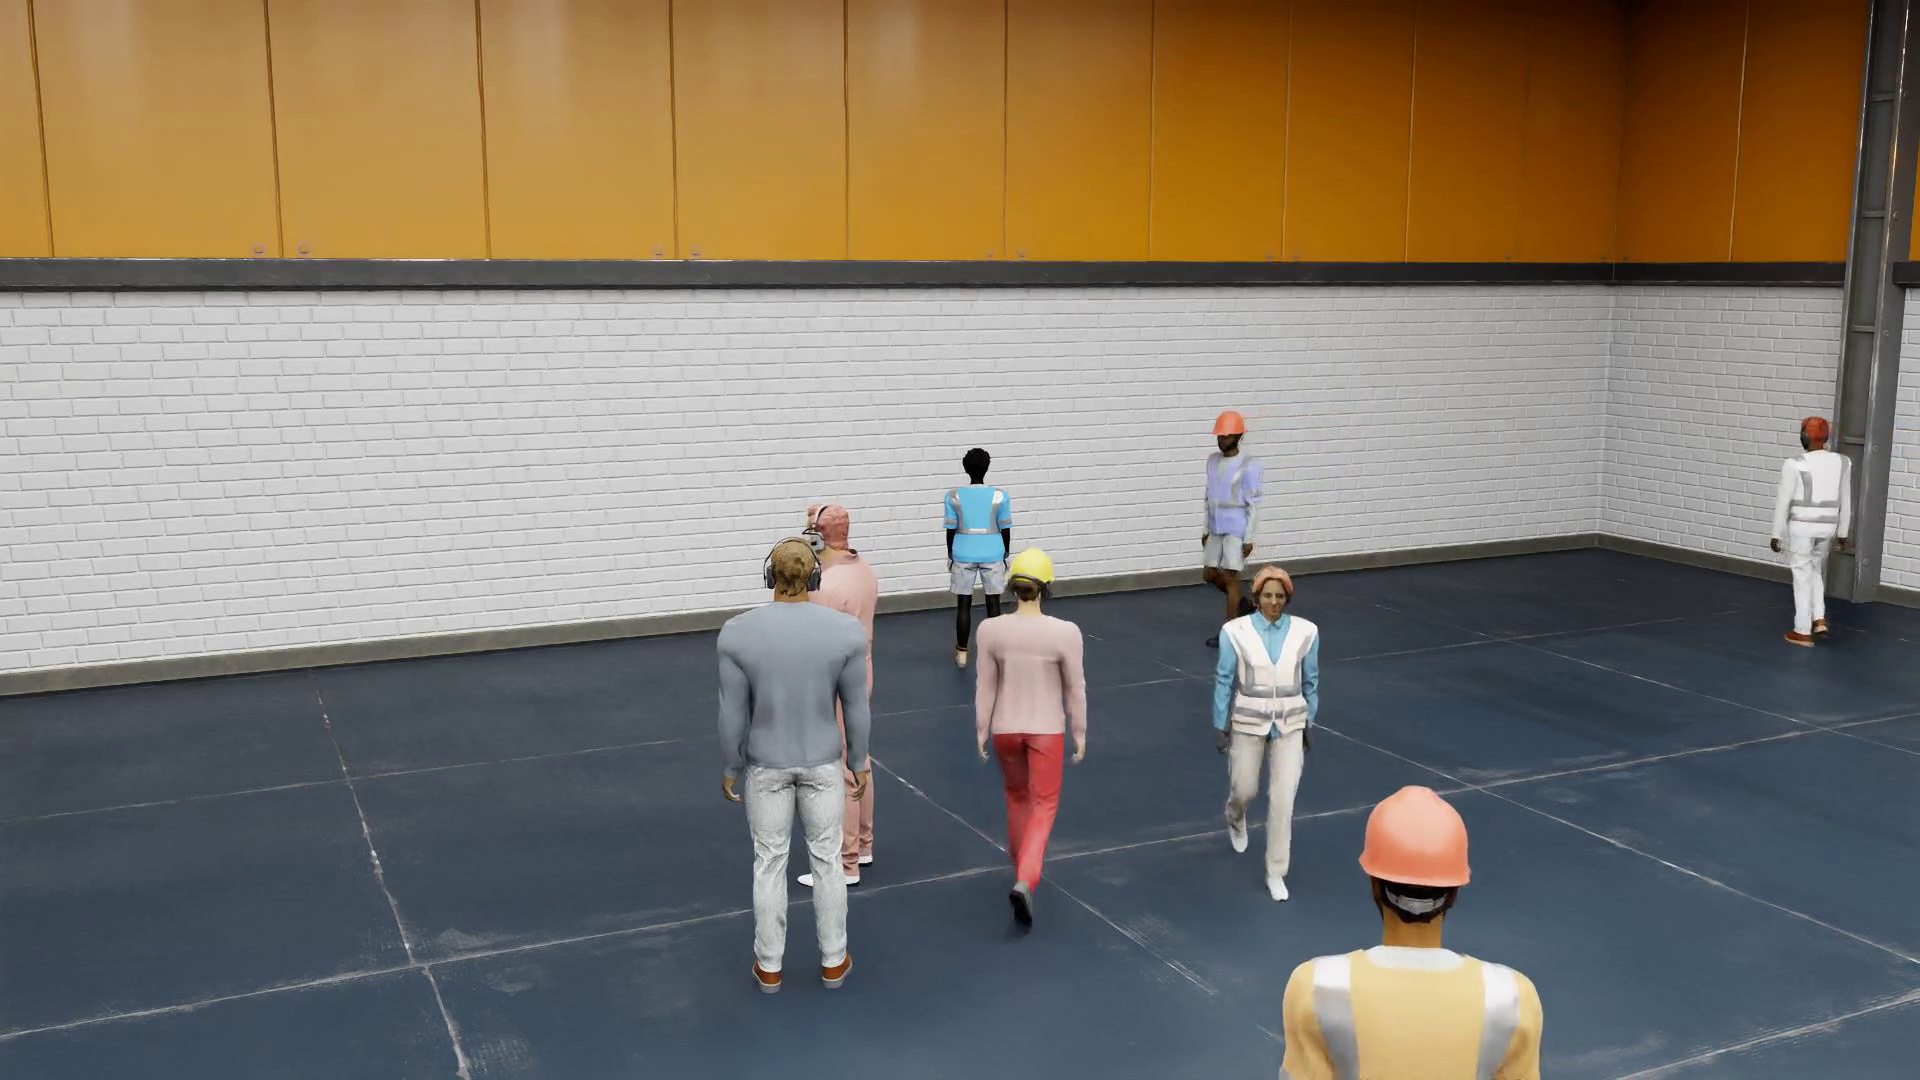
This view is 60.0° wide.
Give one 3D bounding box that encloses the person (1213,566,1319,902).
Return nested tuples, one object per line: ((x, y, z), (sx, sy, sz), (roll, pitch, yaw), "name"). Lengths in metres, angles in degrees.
((1.504, 0.909, 8.249), (0.520, 1.614, 0.668), (0, 9, 0), "person")

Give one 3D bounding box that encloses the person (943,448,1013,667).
((0.139, 0.139, 12.763), (0.534, 1.700, 0.318), (1, 9, 3), "person")

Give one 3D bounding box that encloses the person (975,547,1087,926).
((0.317, 0.909, 7.884), (0.534, 1.741, 0.810), (3, 10, 17), "person")

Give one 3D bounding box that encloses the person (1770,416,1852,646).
((6.895, -0.070, 13.520), (0.611, 1.870, 0.415), (-1, 9, -7), "person")

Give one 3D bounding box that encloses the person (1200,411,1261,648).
((2.222, -0.096, 13.517), (0.545, 1.926, 0.563), (-7, 11, -36), "person")

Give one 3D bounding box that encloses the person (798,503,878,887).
((-0.636, 0.764, 8.252), (0.400, 1.905, 0.644), (2, 9, 14), "person")

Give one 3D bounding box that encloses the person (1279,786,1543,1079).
((0.969, 1.488, 3.662), (0.552, 1.934, 0.372), (1, 9, 6), "person")

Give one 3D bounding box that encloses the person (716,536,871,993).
((-0.696, 0.946, 7.015), (0.638, 1.937, 0.356), (-1, 9, -7), "person")
